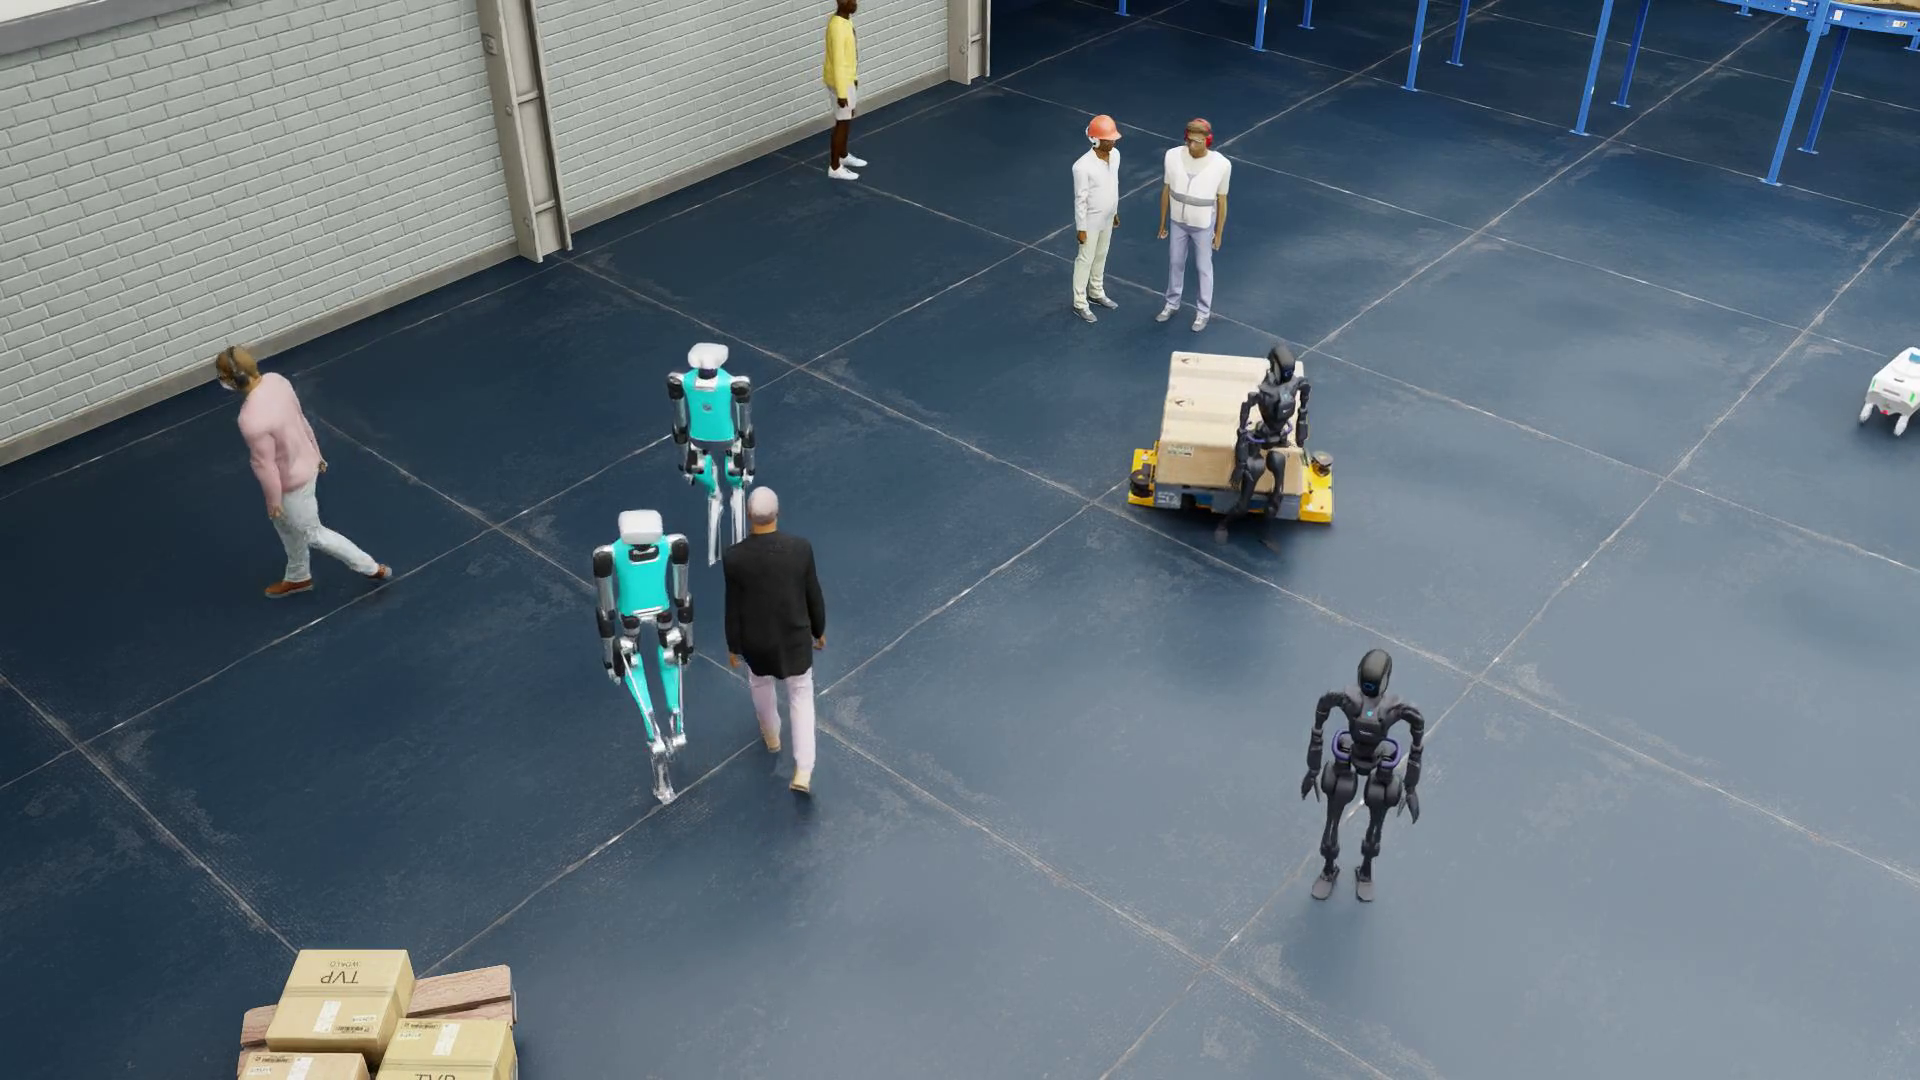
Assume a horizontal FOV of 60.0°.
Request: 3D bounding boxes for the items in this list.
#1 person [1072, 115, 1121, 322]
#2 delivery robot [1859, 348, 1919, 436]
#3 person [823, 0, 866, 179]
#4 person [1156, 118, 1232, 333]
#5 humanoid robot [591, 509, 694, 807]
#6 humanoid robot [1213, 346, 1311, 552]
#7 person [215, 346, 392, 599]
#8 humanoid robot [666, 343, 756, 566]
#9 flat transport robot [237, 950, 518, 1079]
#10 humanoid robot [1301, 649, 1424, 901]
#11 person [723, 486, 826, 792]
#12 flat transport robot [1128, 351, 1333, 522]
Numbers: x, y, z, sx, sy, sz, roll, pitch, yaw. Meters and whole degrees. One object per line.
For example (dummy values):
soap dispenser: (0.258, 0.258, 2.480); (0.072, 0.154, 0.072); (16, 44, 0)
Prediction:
person: (1.154, -2.699, 13.893); (0.322, 1.755, 0.562); (25, 42, 31)
delivery robot: (7.288, -1.194, 12.804); (0.769, 0.580, 0.499); (-29, 45, -34)
person: (-1.147, -4.476, 16.279); (0.364, 1.889, 0.544); (2, 35, 2)
person: (1.924, -2.605, 13.699); (0.560, 1.835, 0.395); (18, 39, 23)
humanoid robot: (-1.665, 0.761, 9.081); (0.565, 1.796, 0.866); (-8, 36, -10)
humanoid robot: (2.026, -0.637, 11.095); (0.602, 1.626, 0.528); (-16, 39, -22)
person: (-4.181, -0.418, 10.583); (0.810, 1.896, 0.633); (-7, 36, -9)
humanoid robot: (-1.559, -0.563, 10.929); (0.540, 1.800, 0.655); (3, 36, 4)
flat transport robot: (-2.620, 2.665, 7.646); (0.659, 0.231, 1.431); (-8, 36, -11)
humanoid robot: (2.070, 1.199, 8.489); (0.607, 1.646, 0.347); (11, 37, 15)
person: (-1.014, 0.576, 9.238); (0.563, 1.831, 0.784); (-5, 36, -7)
flat transport robot: (1.956, -0.439, 12.004); (1.431, 0.231, 0.659); (5, 36, 8)
